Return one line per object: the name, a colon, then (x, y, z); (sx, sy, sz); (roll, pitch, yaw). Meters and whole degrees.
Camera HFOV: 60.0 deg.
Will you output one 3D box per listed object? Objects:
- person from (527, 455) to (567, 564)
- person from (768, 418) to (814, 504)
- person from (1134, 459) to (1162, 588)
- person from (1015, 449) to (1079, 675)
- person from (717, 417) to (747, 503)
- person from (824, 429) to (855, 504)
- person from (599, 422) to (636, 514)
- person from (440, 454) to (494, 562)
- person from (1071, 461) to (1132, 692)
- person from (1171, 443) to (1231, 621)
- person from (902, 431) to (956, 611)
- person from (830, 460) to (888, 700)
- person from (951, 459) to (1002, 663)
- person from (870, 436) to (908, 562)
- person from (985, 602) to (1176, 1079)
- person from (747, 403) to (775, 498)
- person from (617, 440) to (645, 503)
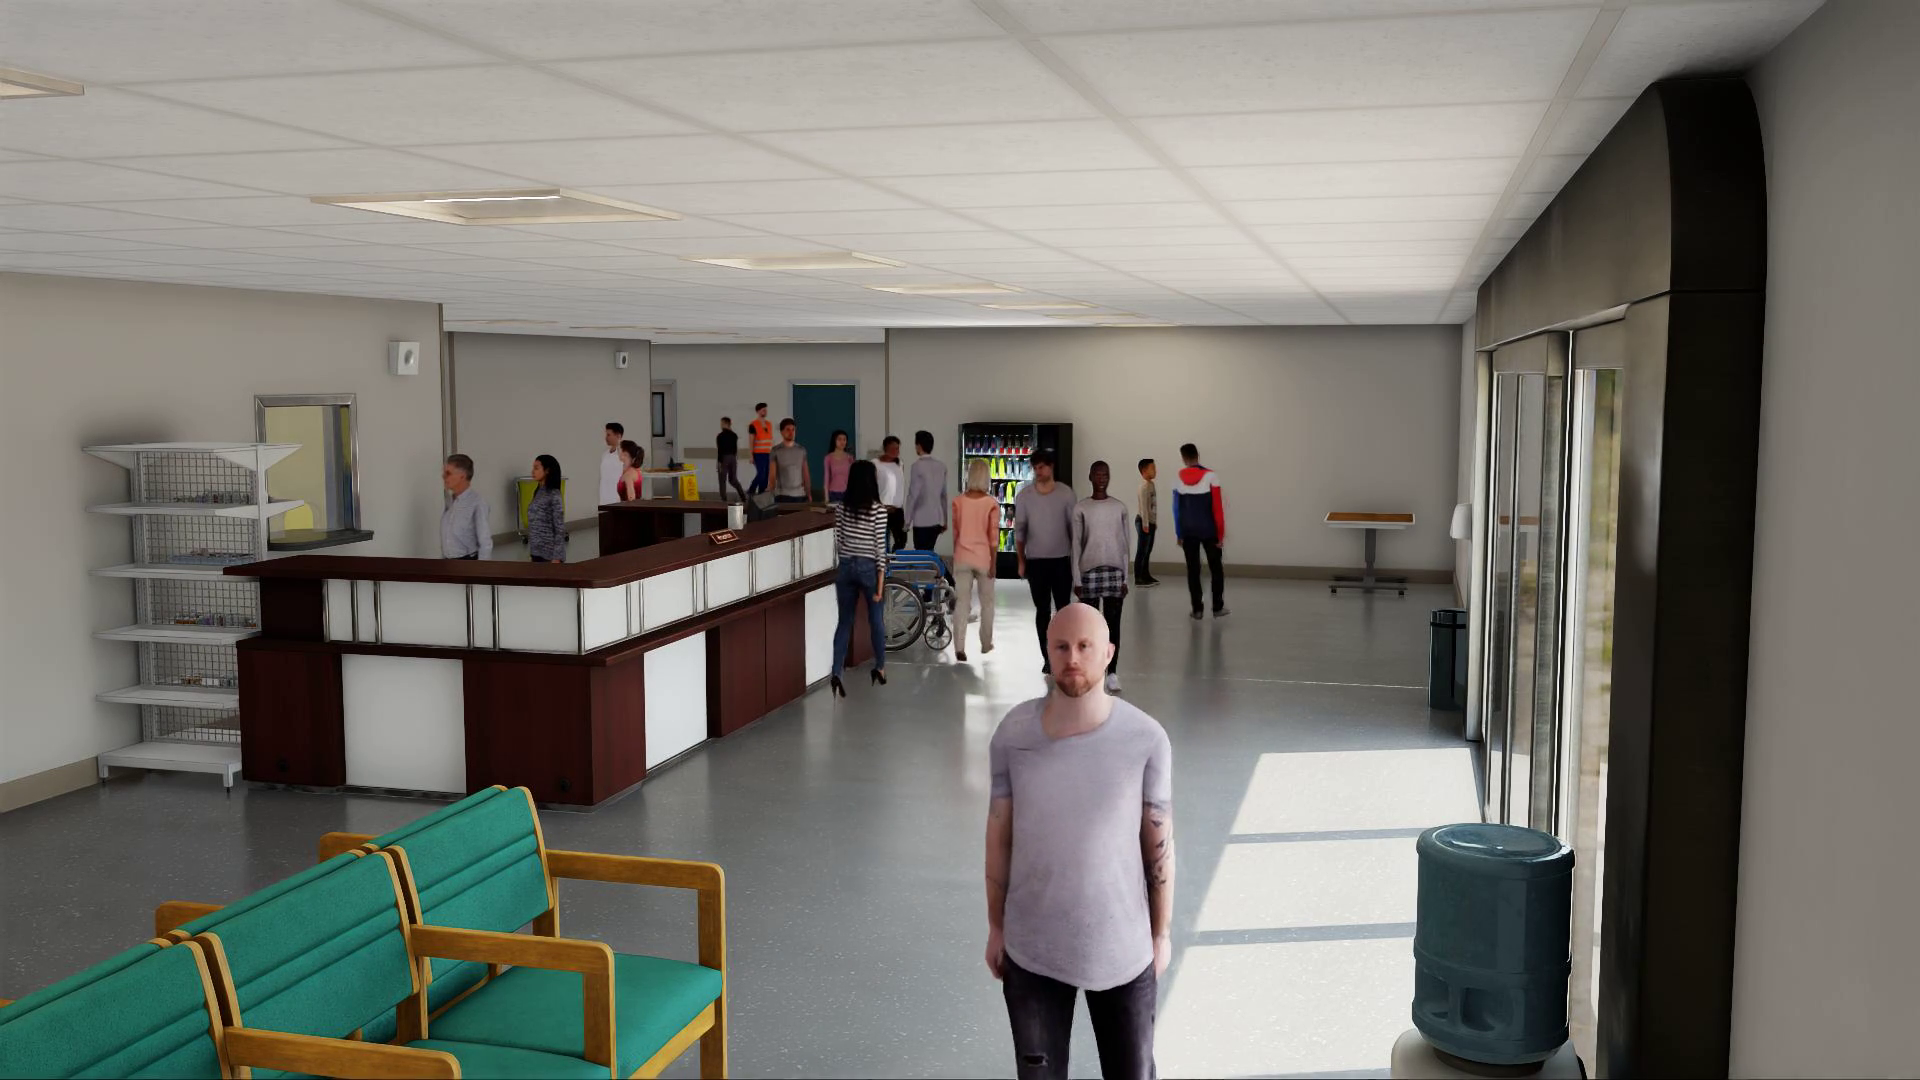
person: (-3.595, 0.115, 14.515); (0.749, 1.732, 0.642); (-5, 8, -42)
person: (-2.090, -0.526, 20.151); (0.763, 1.881, 0.833); (-3, 6, -25)
person: (2.123, -0.200, 19.008); (0.520, 1.460, 0.551); (2, 6, 21)
person: (0.731, 0.175, 13.480); (0.641, 1.821, 0.782); (1, 6, 7)
person: (-3.991, -1.304, 29.002); (0.969, 1.656, 0.842); (6, 8, 45)
person: (-1.540, -0.534, 20.965); (0.721, 1.732, 0.790); (-2, 6, -19)
person: (-4.019, -0.442, 19.405); (0.646, 1.863, 0.808); (4, 7, 37)
person: (-3.857, 0.226, 12.992); (0.629, 1.817, 0.782); (4, 7, 35)
person: (1.078, 0.274, 12.741); (0.608, 1.770, 0.742); (-1, 6, -8)
person: (2.373, -0.075, 16.408); (0.504, 1.731, 0.806); (3, 7, 30)
person: (-0.264, -0.186, 16.994); (0.833, 1.835, 0.793); (4, 7, 36)
person: (-0.784, 0.335, 12.204); (1.053, 1.740, 0.642); (2, 6, 16)
person: (0.091, 0.196, 13.925); (1.051, 1.689, 0.689); (1, 6, 13)
person: (-0.903, -0.425, 20.171); (0.788, 1.675, 0.840); (-4, 7, -32)
person: (0.338, 1.074, 4.565); (0.932, 1.816, 0.764); (1, 6, 11)
person: (-3.696, -1.570, 30.556); (0.885, 1.875, 0.820); (4, 7, 37)
person: (-3.319, -0.153, 17.280); (1.168, 1.713, 0.592); (1, 6, 11)
